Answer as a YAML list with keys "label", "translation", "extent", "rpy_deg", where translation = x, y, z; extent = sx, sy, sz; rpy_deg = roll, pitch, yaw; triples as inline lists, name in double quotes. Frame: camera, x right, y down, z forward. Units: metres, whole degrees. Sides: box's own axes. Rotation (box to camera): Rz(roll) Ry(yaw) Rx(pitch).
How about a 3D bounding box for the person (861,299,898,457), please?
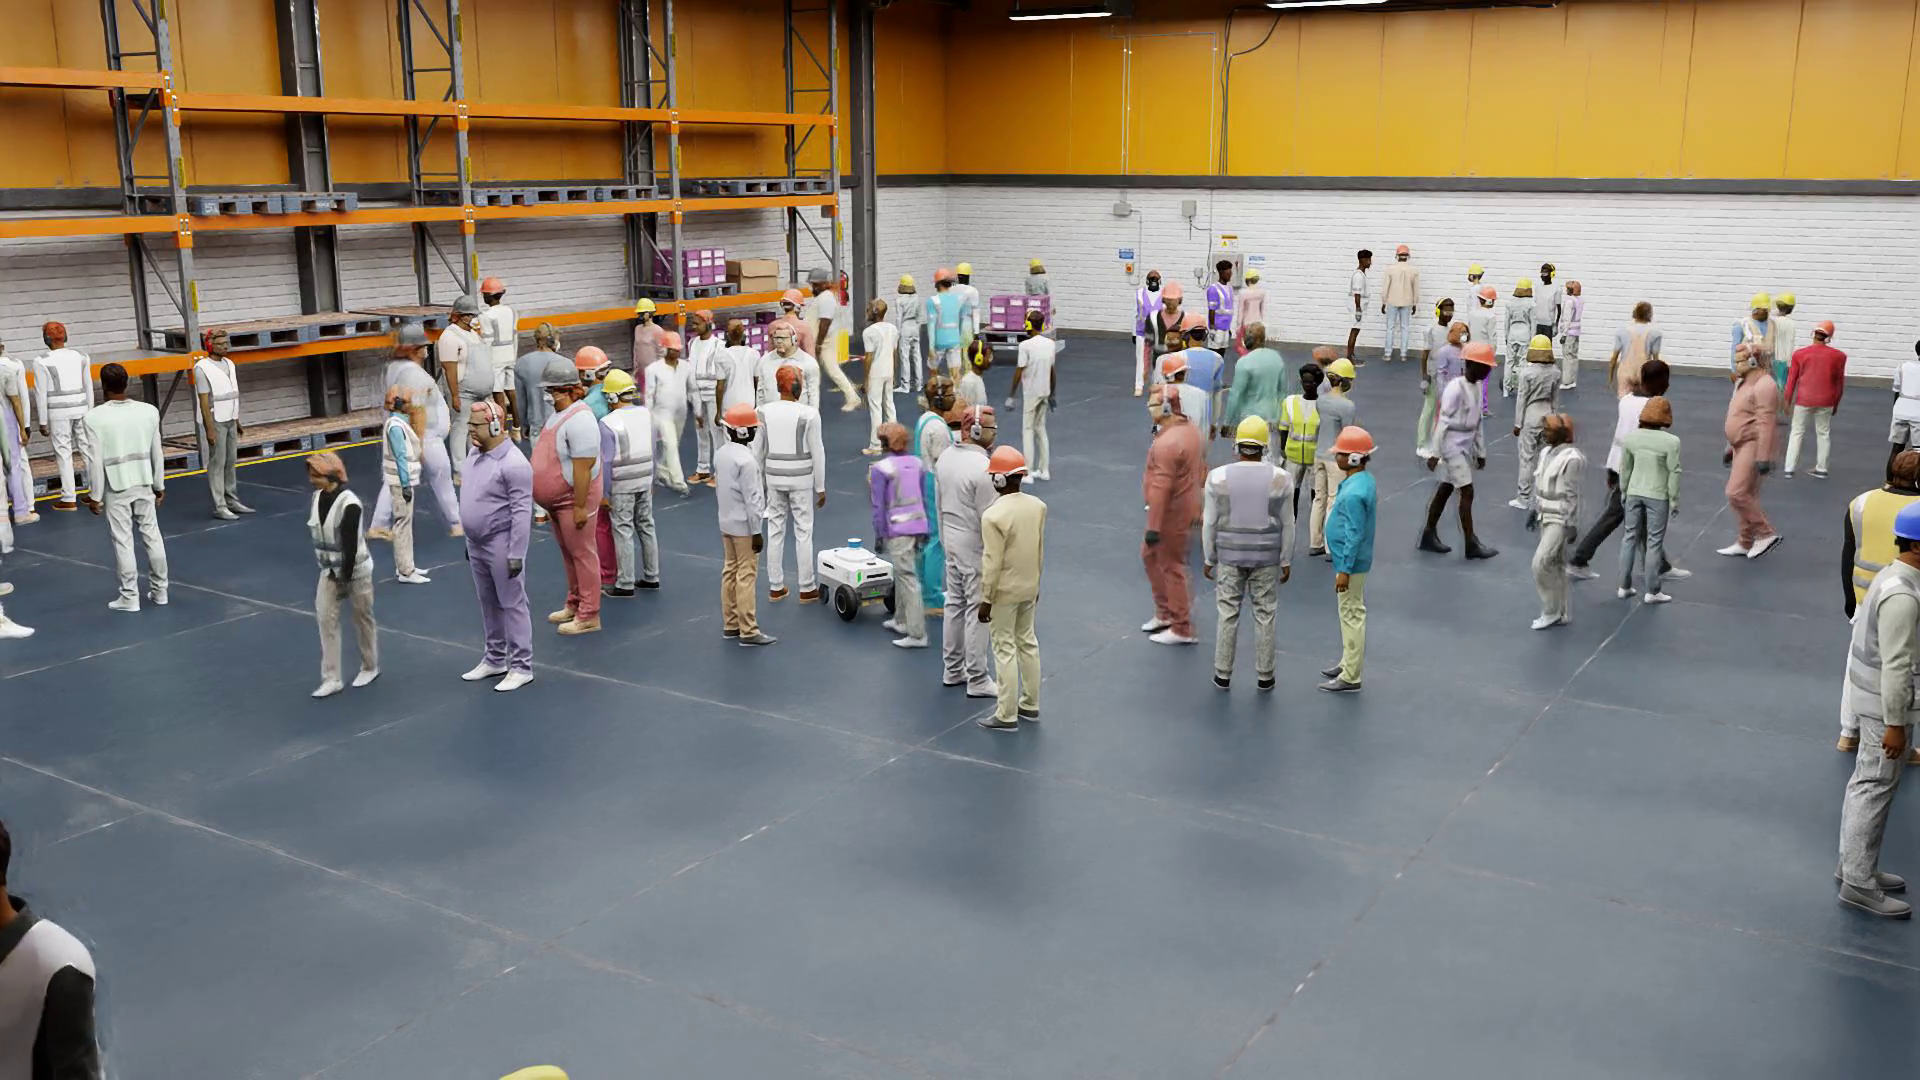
- label: "person"
  translation: [-0.950, -1.899, 19.472]
  extent: [0.345, 1.847, 0.508]
  rpy_deg: [12, 18, 43]

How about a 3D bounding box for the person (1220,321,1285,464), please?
- label: "person"
  translation: [2.786, -1.165, 16.158]
  extent: [0.912, 1.899, 0.653]
  rpy_deg: [13, 18, 43]

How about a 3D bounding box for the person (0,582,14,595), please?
- label: "person"
  translation: [-7.923, -0.519, 13.164]
  extent: [0.624, 1.990, 0.380]
  rpy_deg: [3, 13, 12]

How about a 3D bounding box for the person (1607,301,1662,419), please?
- label: "person"
  translation: [7.876, -1.883, 19.474]
  extent: [0.548, 1.806, 0.694]
  rpy_deg: [4, 14, 18]

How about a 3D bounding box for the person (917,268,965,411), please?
- label: "person"
  translation: [-0.221, -2.680, 22.558]
  extent: [0.632, 1.980, 1.062]
  rpy_deg: [-7, 15, -29]

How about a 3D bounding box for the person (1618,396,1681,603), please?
- label: "person"
  translation: [5.426, -0.322, 13.098]
  extent: [0.280, 1.632, 0.499]
  rpy_deg: [-10, 16, -36]

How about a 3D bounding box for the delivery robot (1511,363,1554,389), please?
- label: "delivery robot"
  translation: [8.430, -2.480, 24.602]
  extent: [0.707, 0.478, 0.477]
  rpy_deg: [-6, 15, -23]

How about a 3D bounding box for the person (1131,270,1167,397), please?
- label: "person"
  translation: [2.805, -3.010, 24.300]
  extent: [0.622, 1.844, 0.429]
  rpy_deg: [1, 13, 6]

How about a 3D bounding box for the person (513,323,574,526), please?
- label: "person"
  translation: [-3.876, -1.082, 15.729]
  extent: [0.635, 1.936, 0.360]
  rpy_deg: [3, 13, 15]

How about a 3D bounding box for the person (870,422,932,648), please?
- label: "person"
  translation: [-0.406, -0.041, 11.964]
  extent: [0.595, 1.591, 0.517]
  rpy_deg: [10, 16, 37]

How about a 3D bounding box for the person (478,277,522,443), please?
- label: "person"
  translation: [-5.596, -2.156, 20.143]
  extent: [0.387, 2.047, 0.609]
  rpy_deg: [6, 14, 25]

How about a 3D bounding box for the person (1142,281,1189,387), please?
- label: "person"
  translation: [2.508, -2.092, 19.906]
  extent: [0.643, 2.031, 0.600]
  rpy_deg: [3, 13, 12]

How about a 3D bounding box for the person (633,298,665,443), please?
- label: "person"
  translation: [-3.822, -2.076, 20.415]
  extent: [0.525, 1.769, 0.314]
  rpy_deg: [10, 16, 37]

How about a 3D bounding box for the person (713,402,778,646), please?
- label: "person"
  translation: [-1.552, -0.118, 11.944]
  extent: [0.327, 1.752, 0.561]
  rpy_deg: [-8, 15, -32]

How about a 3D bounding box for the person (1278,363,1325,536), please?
- label: "person"
  translation: [3.060, -0.716, 14.661]
  extent: [0.531, 1.697, 0.322]
  rpy_deg: [6, 14, 25]

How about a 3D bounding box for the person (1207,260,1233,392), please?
- label: "person"
  translation: [3.888, -3.196, 24.830]
  extent: [0.370, 1.965, 0.608]
  rpy_deg: [9, 16, 35]

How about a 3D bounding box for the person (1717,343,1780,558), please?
- label: "person"
  translation: [6.858, -0.771, 14.494]
  extent: [0.407, 1.886, 0.677]
  rpy_deg: [3, 13, 11]

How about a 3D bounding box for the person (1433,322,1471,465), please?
- label: "person"
  translation: [5.624, -1.669, 18.937]
  extent: [0.499, 1.634, 0.285]
  rpy_deg: [-7, 15, -28]

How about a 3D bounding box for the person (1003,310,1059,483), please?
- label: "person"
  translation: [0.781, -1.538, 17.886]
  extent: [0.569, 1.859, 0.341]
  rpy_deg: [-12, 17, -41]

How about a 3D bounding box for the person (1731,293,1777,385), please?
- label: "person"
  translation: [9.817, -2.126, 20.541]
  extent: [0.632, 1.825, 0.403]
  rpy_deg: [-3, 13, -12]

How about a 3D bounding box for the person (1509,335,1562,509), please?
- label: "person"
  translation: [5.739, -1.178, 16.593]
  extent: [0.480, 1.734, 0.333]
  rpy_deg: [-5, 14, -20]

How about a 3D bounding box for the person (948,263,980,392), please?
- label: "person"
  translation: [0.037, -3.143, 24.688]
  extent: [0.589, 1.927, 0.388]
  rpy_deg: [8, 15, 30]

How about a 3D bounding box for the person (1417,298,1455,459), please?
- label: "person"
  translation: [5.583, -1.887, 19.380]
  extent: [0.535, 1.864, 0.309]
  rpy_deg: [-8, 15, -30]

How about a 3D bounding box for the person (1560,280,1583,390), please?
- label: "person"
  translation: [9.196, -3.084, 25.063]
  extent: [0.306, 1.639, 0.523]
  rpy_deg: [11, 17, 40]

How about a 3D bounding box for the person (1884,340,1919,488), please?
- label: "person"
  translation: [9.760, -1.247, 16.994]
  extent: [0.320, 1.686, 0.541]
  rpy_deg: [-6, 14, -24]

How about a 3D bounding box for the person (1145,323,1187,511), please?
- label: "person"
  translation: [2.093, -1.189, 16.328]
  extent: [0.512, 1.876, 0.329]
  rpy_deg: [9, 16, 35]

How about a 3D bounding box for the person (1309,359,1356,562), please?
- label: "person"
  translation: [3.256, -0.691, 14.429]
  extent: [0.339, 1.761, 0.524]
  rpy_deg: [-6, 14, -23]

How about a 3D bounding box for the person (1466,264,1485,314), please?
- label: "person"
  translation: [8.279, -3.553, 26.819]
  extent: [0.322, 1.769, 0.523]
  rpy_deg: [7, 15, 27]

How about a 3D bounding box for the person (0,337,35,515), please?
- label: "person"
  translation: [-9.160, -1.085, 15.859]
  extent: [0.355, 1.883, 0.573]
  rpy_deg: [10, 16, 36]

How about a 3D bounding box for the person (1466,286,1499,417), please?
- label: "person"
  translation: [7.076, -2.546, 22.482]
  extent: [0.337, 1.747, 0.576]
  rpy_deg: [-4, 14, -18]

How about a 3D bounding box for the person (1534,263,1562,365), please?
- label: "person"
  translation: [8.946, -3.300, 25.493]
  extent: [0.321, 1.871, 0.532]
  rpy_deg: [-9, 16, -34]

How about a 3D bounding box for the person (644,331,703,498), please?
- label: "person"
  translation: [-2.991, -1.323, 17.299]
  extent: [0.581, 1.704, 0.924]
  rpy_deg: [-11, 17, -39]

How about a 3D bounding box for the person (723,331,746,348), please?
- label: "person"
  translation: [-2.327, -1.391, 17.596]
  extent: [0.318, 1.693, 0.539]
  rpy_deg: [0, 13, 2]

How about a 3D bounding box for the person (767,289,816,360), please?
- label: "person"
  translation: [-1.904, -1.871, 19.043]
  extent: [0.612, 1.986, 0.387]
  rpy_deg: [6, 14, 25]

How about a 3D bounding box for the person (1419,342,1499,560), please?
- label: "person"
  translation: [4.430, -0.773, 14.478]
  extent: [0.864, 1.891, 0.575]
  rpy_deg: [10, 16, 36]

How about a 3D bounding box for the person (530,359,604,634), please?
- label: "person"
  translation: [-2.904, -0.335, 12.258]
  extent: [0.535, 2.000, 0.684]
  rpy_deg: [-6, 14, -26]

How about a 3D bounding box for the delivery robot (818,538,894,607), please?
- label: "delivery robot"
  translation: [-0.812, 0.232, 12.850]
  extent: [0.477, 0.478, 0.707]
  rpy_deg: [-8, 15, -31]

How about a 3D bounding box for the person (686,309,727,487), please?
- label: "person"
  translation: [-2.702, -1.513, 17.713]
  extent: [0.583, 1.882, 0.350]
  rpy_deg: [10, 16, 38]
